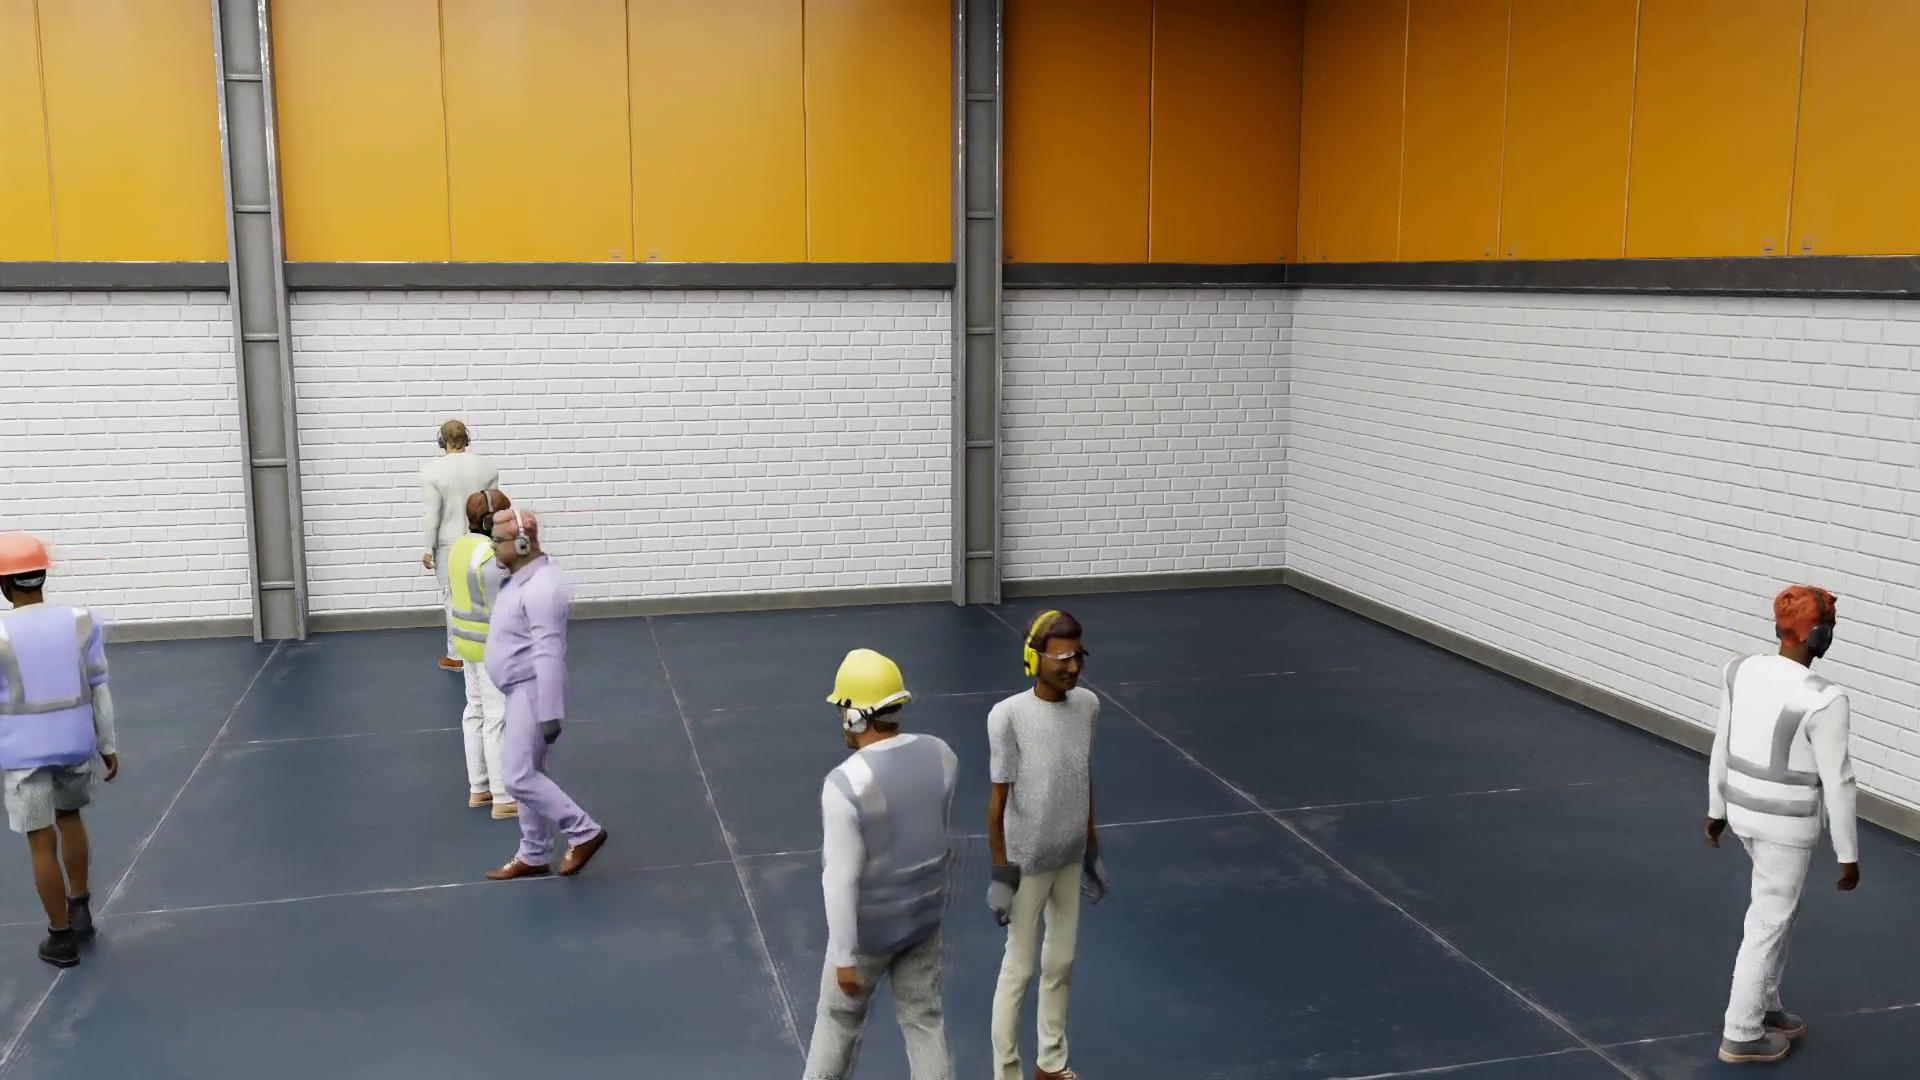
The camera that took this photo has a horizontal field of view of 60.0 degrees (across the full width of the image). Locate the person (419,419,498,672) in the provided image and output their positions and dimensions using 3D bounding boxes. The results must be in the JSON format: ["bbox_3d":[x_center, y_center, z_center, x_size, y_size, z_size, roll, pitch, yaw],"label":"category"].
[{"bbox_3d":[-3.818,0.038,12.735,0.635,1.932,0.354,-9,13,-43],"label":"person"}]

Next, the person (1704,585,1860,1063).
[{"bbox_3d":[3.200,1.093,6.360,0.602,1.862,0.615,-2,9,-13],"label":"person"}]

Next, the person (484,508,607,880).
[{"bbox_3d":[-2.101,0.779,8.248,0.490,1.899,0.661,-3,10,-21],"label":"person"}]

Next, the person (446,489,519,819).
[{"bbox_3d":[-2.611,0.629,9.334,0.429,1.845,0.621,-7,12,-38],"label":"person"}]

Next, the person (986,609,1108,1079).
[{"bbox_3d":[0.314,1.161,5.944,0.532,1.865,0.310,-7,12,-38],"label":"person"}]

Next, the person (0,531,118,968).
[{"bbox_3d":[-4.054,0.913,7.326,0.581,1.912,0.569,8,12,42],"label":"person"}]

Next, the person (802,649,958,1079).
[{"bbox_3d":[-0.305,1.244,5.631,0.610,1.796,0.734,-9,12,-43],"label":"person"}]
